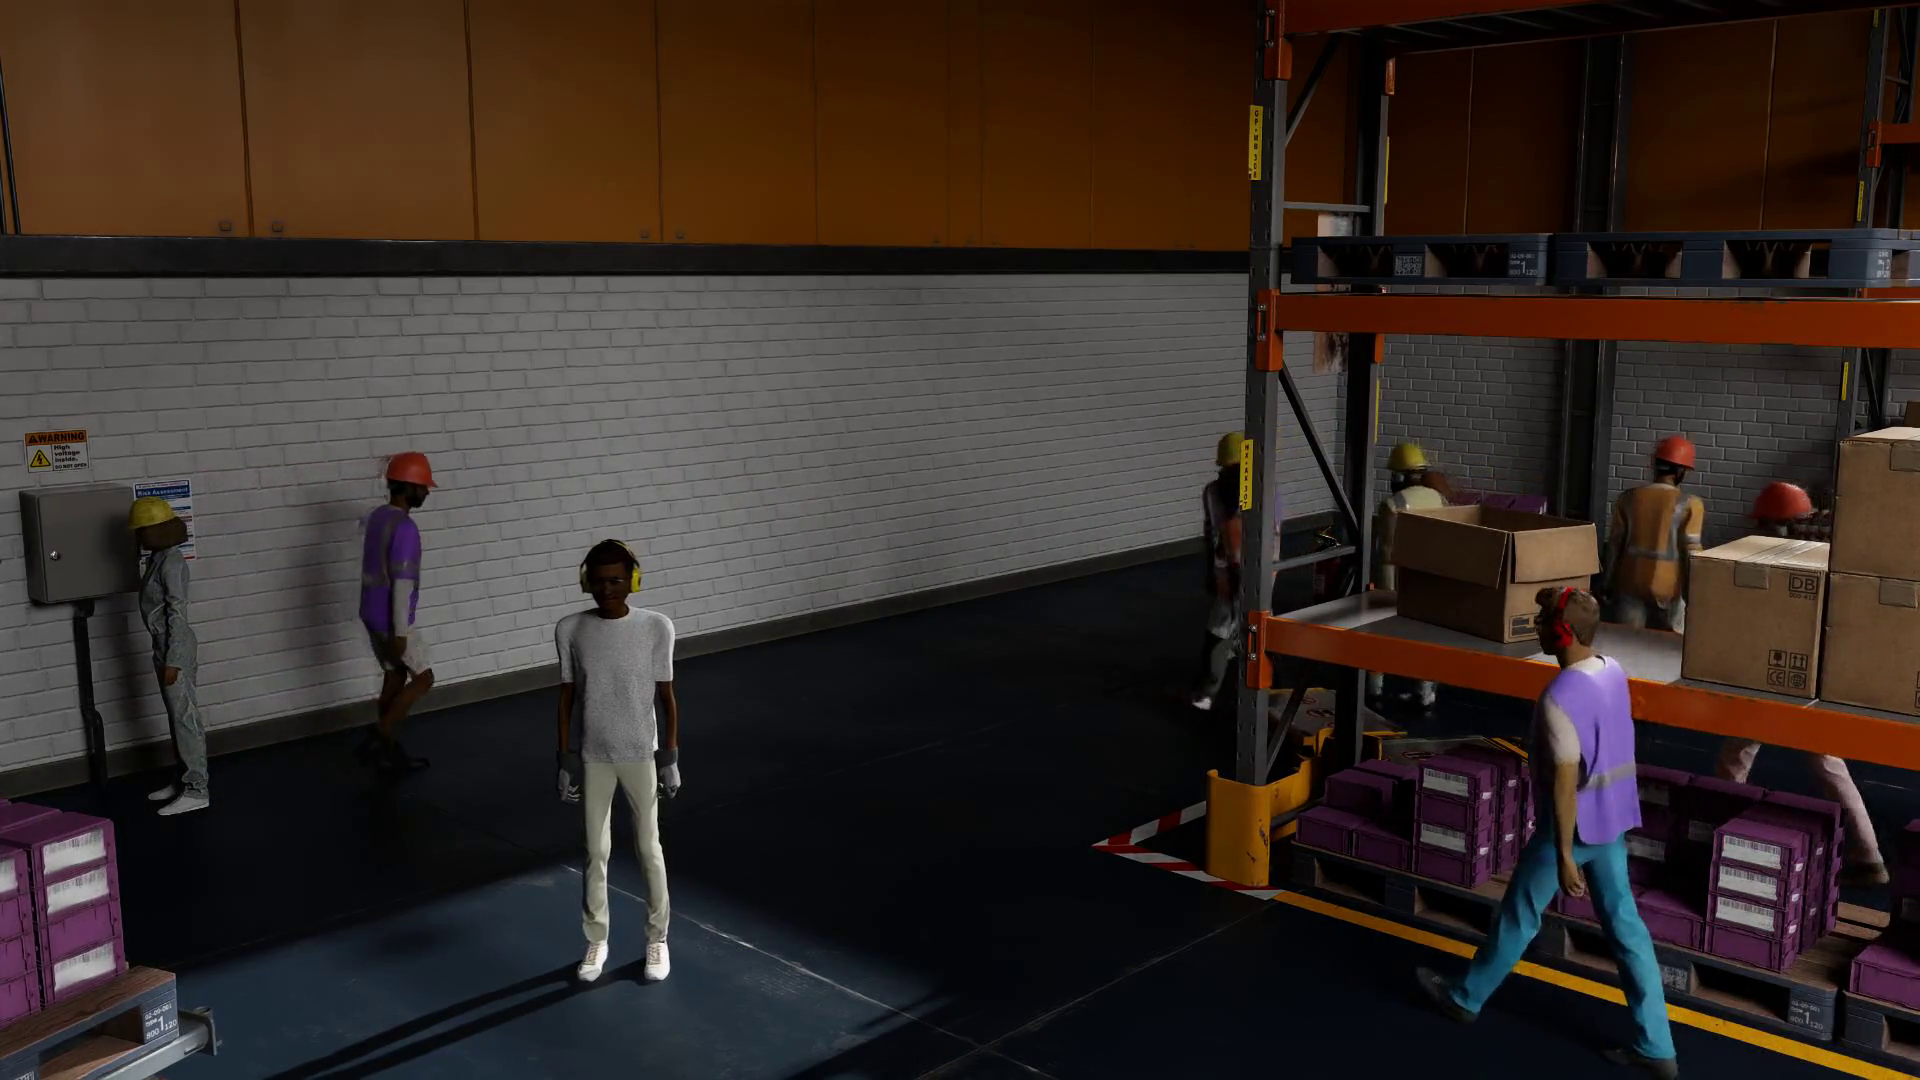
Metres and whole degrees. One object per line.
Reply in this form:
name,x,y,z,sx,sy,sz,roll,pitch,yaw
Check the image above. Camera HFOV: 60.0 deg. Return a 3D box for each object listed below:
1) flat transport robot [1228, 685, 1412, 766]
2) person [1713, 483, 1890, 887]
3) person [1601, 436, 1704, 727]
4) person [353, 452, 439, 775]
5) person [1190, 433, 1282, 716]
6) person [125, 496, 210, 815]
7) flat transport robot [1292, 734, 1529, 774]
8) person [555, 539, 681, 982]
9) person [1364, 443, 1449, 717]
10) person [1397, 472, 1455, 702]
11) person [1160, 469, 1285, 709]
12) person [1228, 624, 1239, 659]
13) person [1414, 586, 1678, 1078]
flat transport robot,2.212,1.143,10.315,0.652,0.197,1.431,-2,9,-10
person,4.008,0.697,8.021,0.585,1.939,1.054,-8,13,-42
person,4.374,0.294,10.532,0.659,1.898,0.558,9,13,43
person,-3.244,0.441,9.643,0.499,1.906,0.549,-8,12,-40
person,1.811,0.236,10.981,0.608,1.877,0.888,6,11,34
person,-4.317,0.621,9.044,0.308,1.735,0.484,-6,11,-31
flat transport robot,2.666,1.299,9.361,1.431,0.197,0.652,-2,9,-11
person,-1.421,0.910,6.893,0.514,1.861,0.316,0,9,-1
person,2.908,0.255,11.061,0.601,1.812,0.669,-5,10,-27
person,3.352,0.334,11.209,0.648,1.603,0.514,4,10,23
person,1.806,0.337,11.031,0.871,1.643,0.553,5,10,26
person,2.083,0.115,12.506,0.499,1.619,0.369,7,12,38
person,2.249,1.055,6.213,0.572,1.786,1.027,-8,12,-41
